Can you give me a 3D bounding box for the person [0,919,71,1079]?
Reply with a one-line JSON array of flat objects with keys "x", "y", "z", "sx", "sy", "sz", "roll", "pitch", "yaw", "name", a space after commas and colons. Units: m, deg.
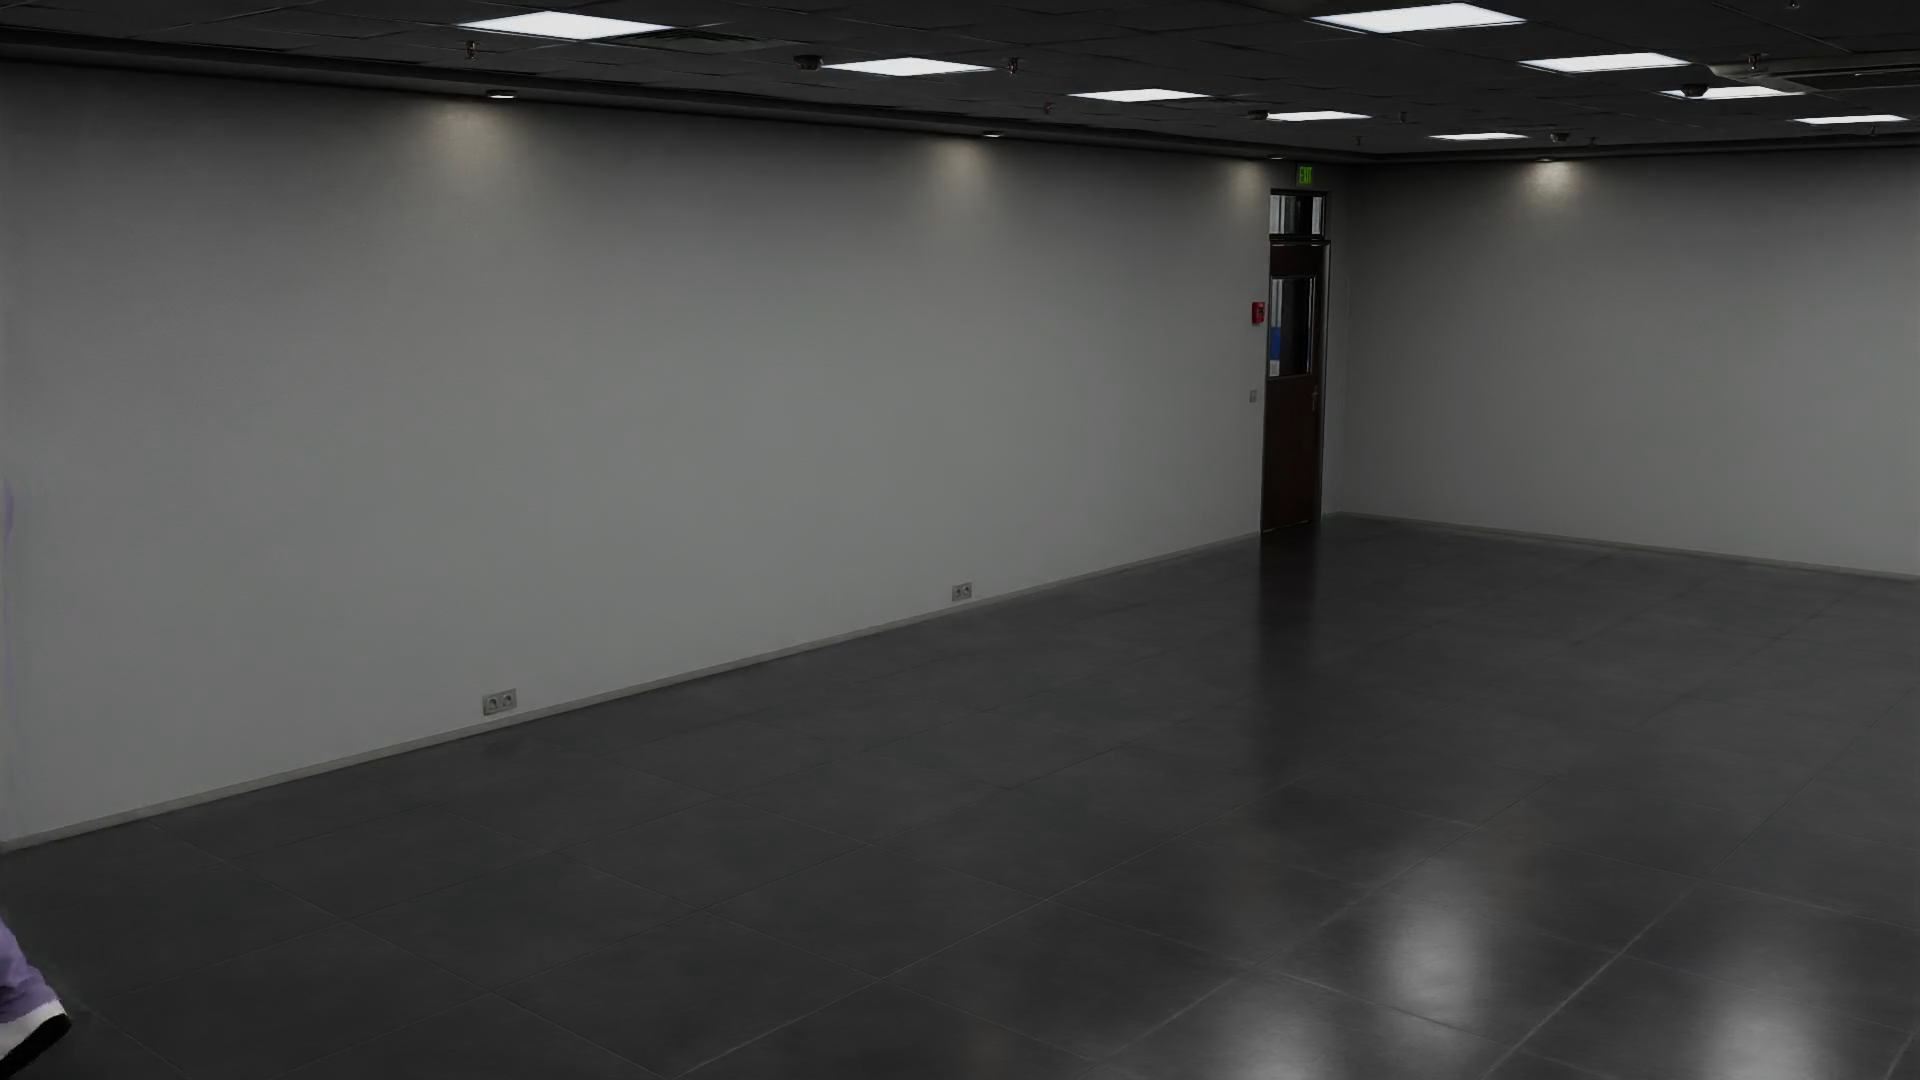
[{"x": -2.609, "y": 0.424, "z": 3.861, "sx": 0.918, "sy": 1.871, "sz": 0.677, "roll": 1, "pitch": 10, "yaw": 7, "name": "person"}]
